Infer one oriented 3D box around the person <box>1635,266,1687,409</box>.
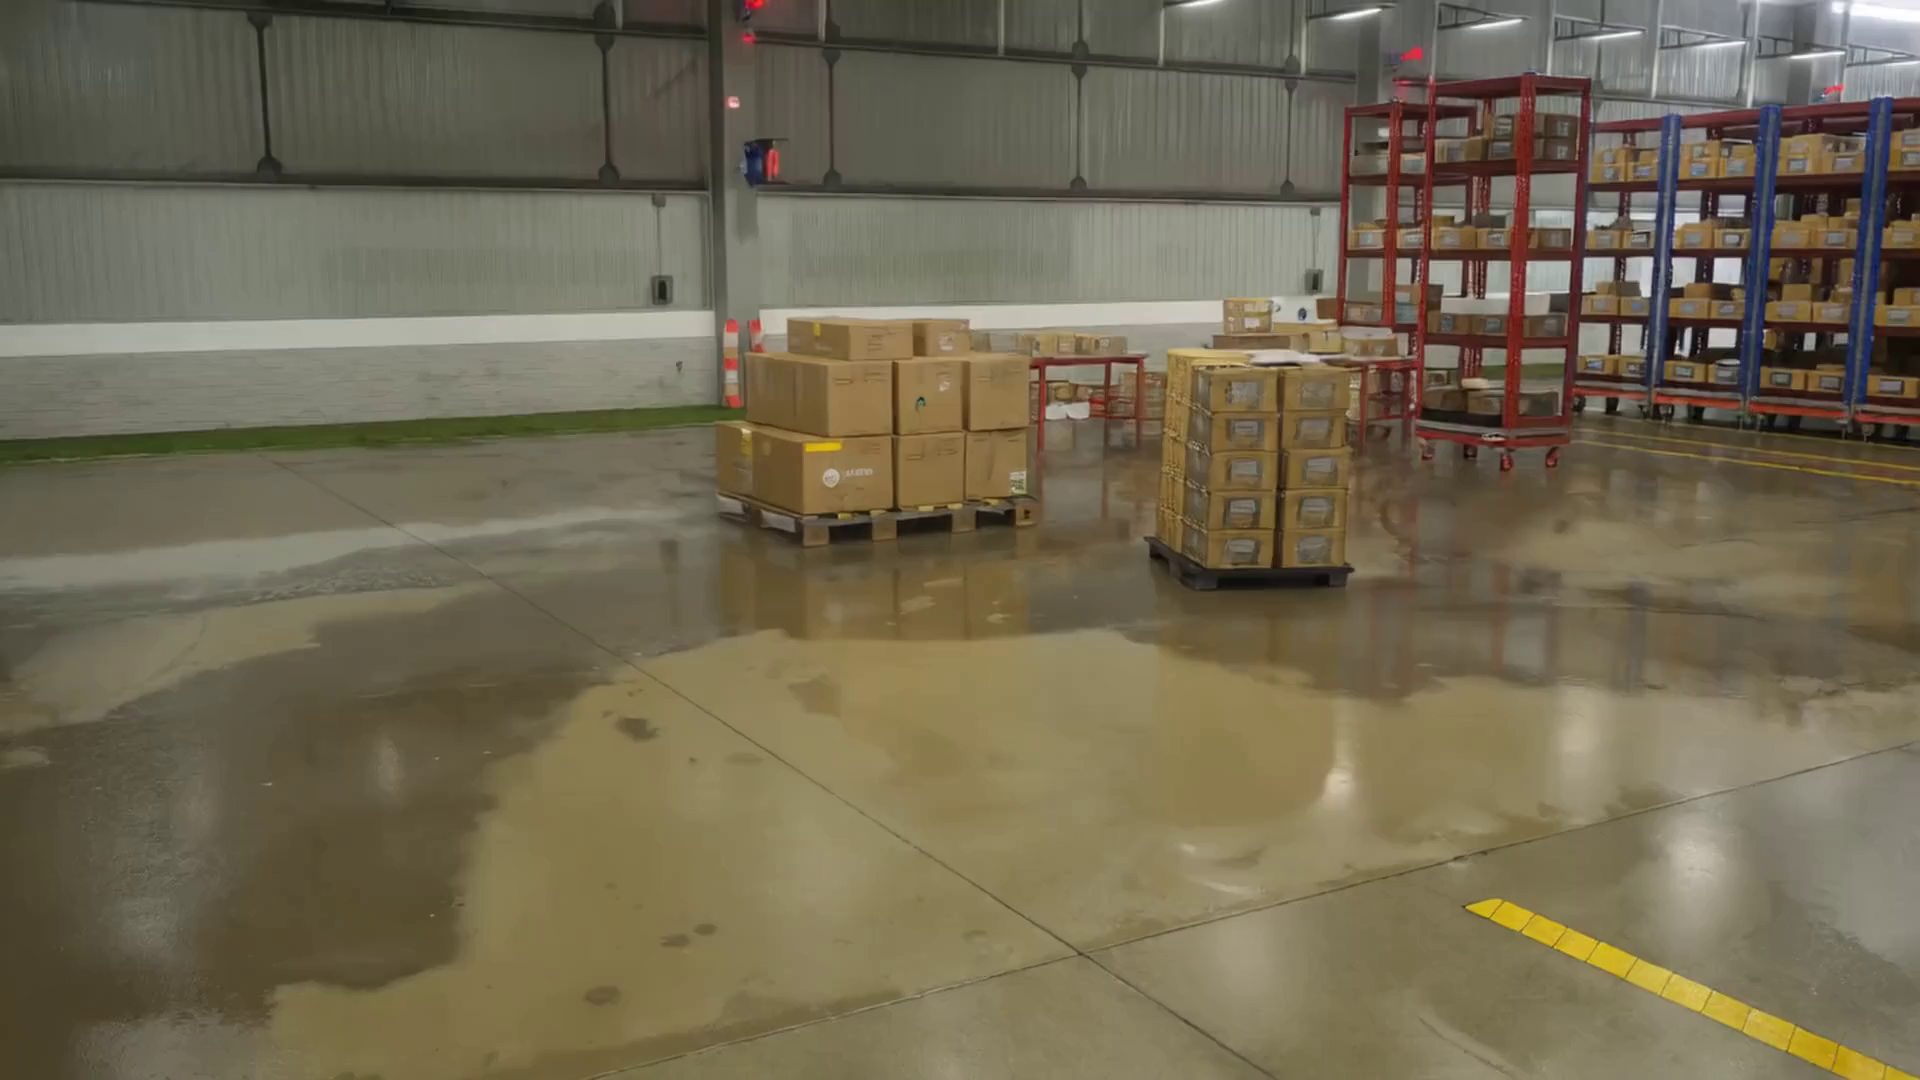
[{"bbox_3d":[8.967,-2.573,21.192,0.396,1.839,0.564,-9,13,-41],"label":"person"}]
